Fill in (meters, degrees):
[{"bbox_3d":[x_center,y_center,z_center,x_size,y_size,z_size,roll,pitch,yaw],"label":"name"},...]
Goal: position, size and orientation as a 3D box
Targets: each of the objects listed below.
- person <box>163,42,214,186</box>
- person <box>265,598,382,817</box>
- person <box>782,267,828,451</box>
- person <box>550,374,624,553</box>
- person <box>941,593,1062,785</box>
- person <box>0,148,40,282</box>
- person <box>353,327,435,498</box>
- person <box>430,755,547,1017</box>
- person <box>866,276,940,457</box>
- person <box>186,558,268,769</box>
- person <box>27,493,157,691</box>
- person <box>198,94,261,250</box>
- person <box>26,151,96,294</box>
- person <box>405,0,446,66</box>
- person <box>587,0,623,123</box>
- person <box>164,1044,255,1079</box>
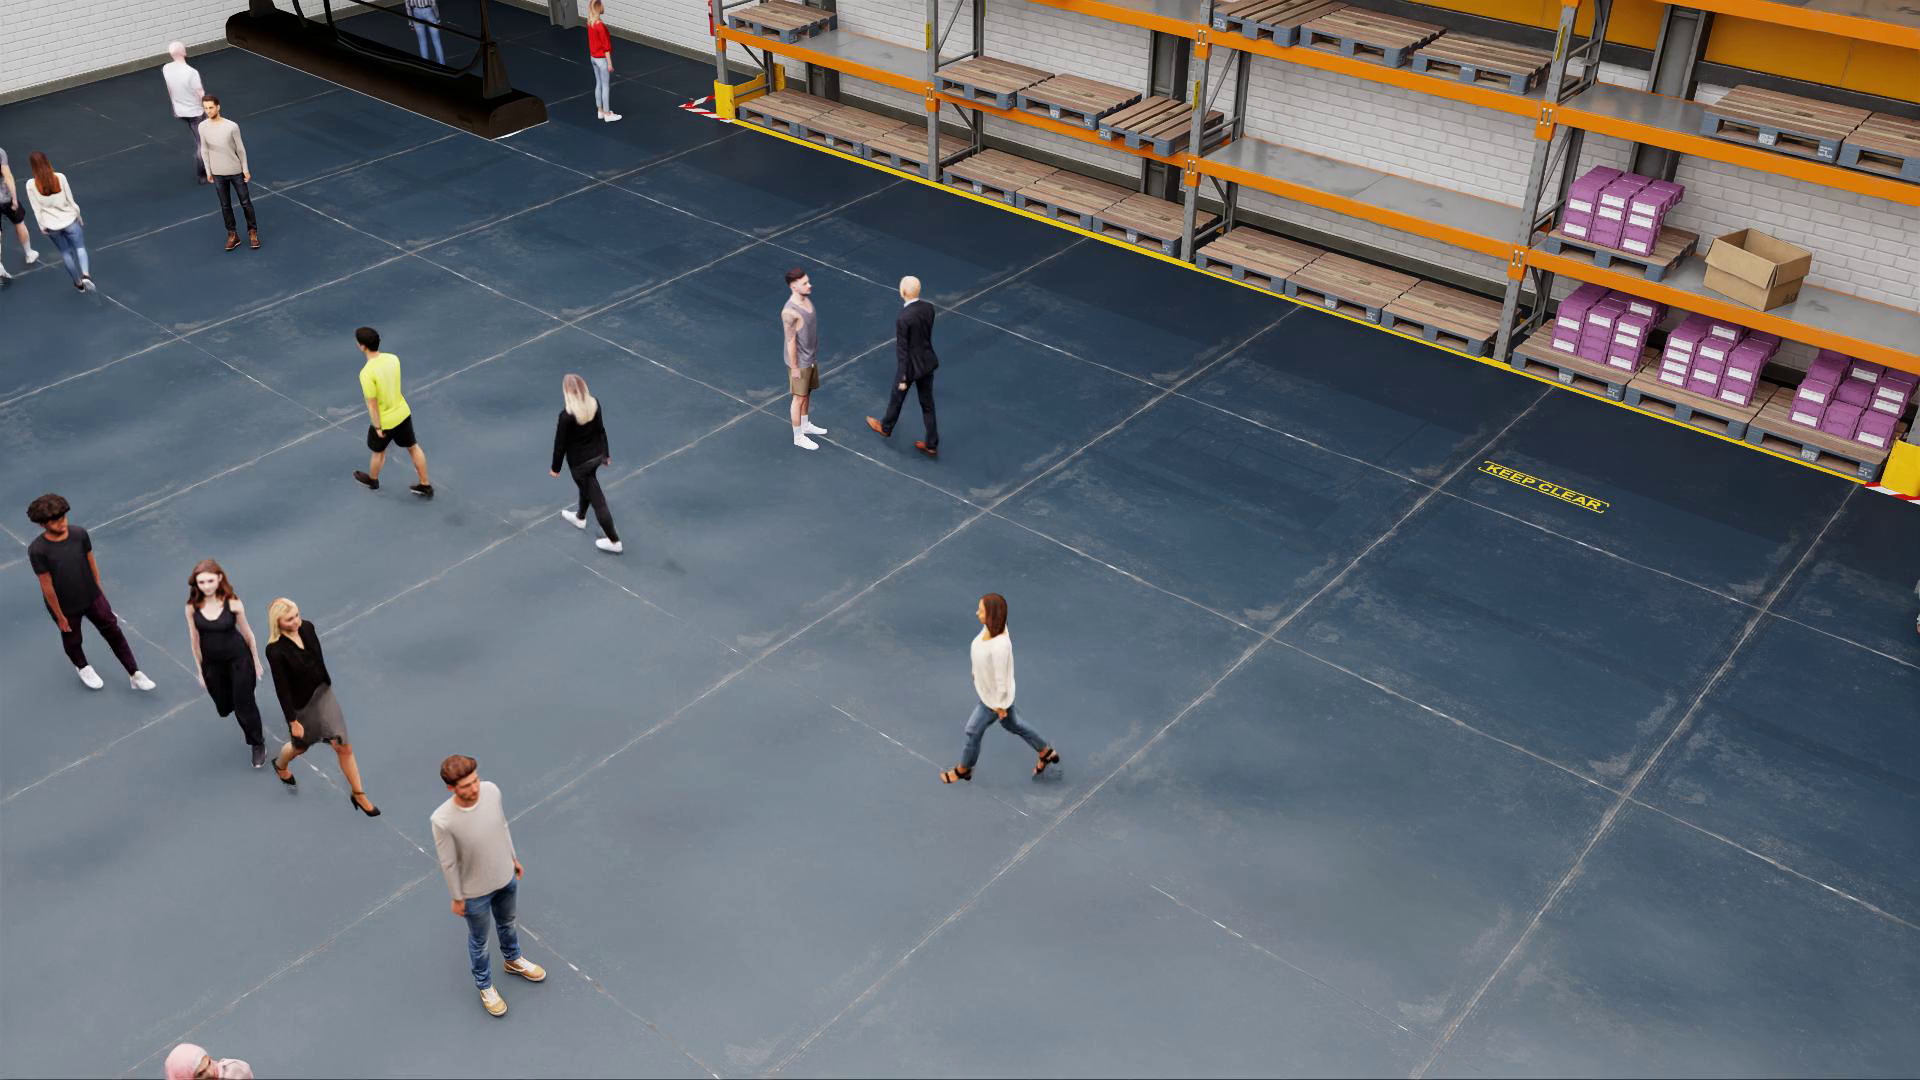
[{"bbox_3d":[-10.008,-5.493,21.510,0.777,1.814,0.848,13,36,18],"label":"person"},{"bbox_3d":[-4.579,1.161,11.509,1.232,1.804,0.873,13,36,18],"label":"person"},{"bbox_3d":[-1.517,-1.760,15.928,0.728,1.846,0.717,8,34,11],"label":"person"},{"bbox_3d":[-3.142,-0.617,14.318,1.046,1.654,0.753,16,37,23],"label":"person"},{"bbox_3d":[0.342,1.083,11.775,1.161,1.639,1.082,-1,34,-2],"label":"person"},{"bbox_3d":[-11.096,-3.884,19.055,1.117,1.852,1.225,-6,34,-8],"label":"person"},{"bbox_3d":[-5.096,-1.114,15.052,1.071,1.669,0.736,19,38,26],"label":"person"},{"bbox_3d":[-2.896,2.043,10.091,0.596,1.905,0.682,21,39,28],"label":"person"},{"bbox_3d":[-0.361,-1.599,15.697,0.760,1.763,1.092,-29,43,-36],"label":"person"},{"bbox_3d":[-5.297,0.830,12.074,0.888,1.729,0.979,-7,34,-10],"label":"person"},{"bbox_3d":[-6.813,0.401,12.697,0.979,1.755,0.631,24,41,32],"label":"person"},{"bbox_3d":[-8.720,-4.395,19.809,0.741,1.868,0.783,-5,34,-8],"label":"person"},{"bbox_3d":[-10.062,-3.521,18.667,0.765,1.677,0.894,-18,37,-25],"label":"person"},{"bbox_3d":[-8.044,-7.806,25.007,0.691,1.795,0.738,-5,34,-7],"label":"person"},{"bbox_3d":[-5.094,-6.808,23.588,0.715,1.704,0.496,-25,41,-32],"label":"person"},{"bbox_3d":[-3.684,3.195,8.452,0.628,1.800,0.663,19,38,27],"label":"person"}]
